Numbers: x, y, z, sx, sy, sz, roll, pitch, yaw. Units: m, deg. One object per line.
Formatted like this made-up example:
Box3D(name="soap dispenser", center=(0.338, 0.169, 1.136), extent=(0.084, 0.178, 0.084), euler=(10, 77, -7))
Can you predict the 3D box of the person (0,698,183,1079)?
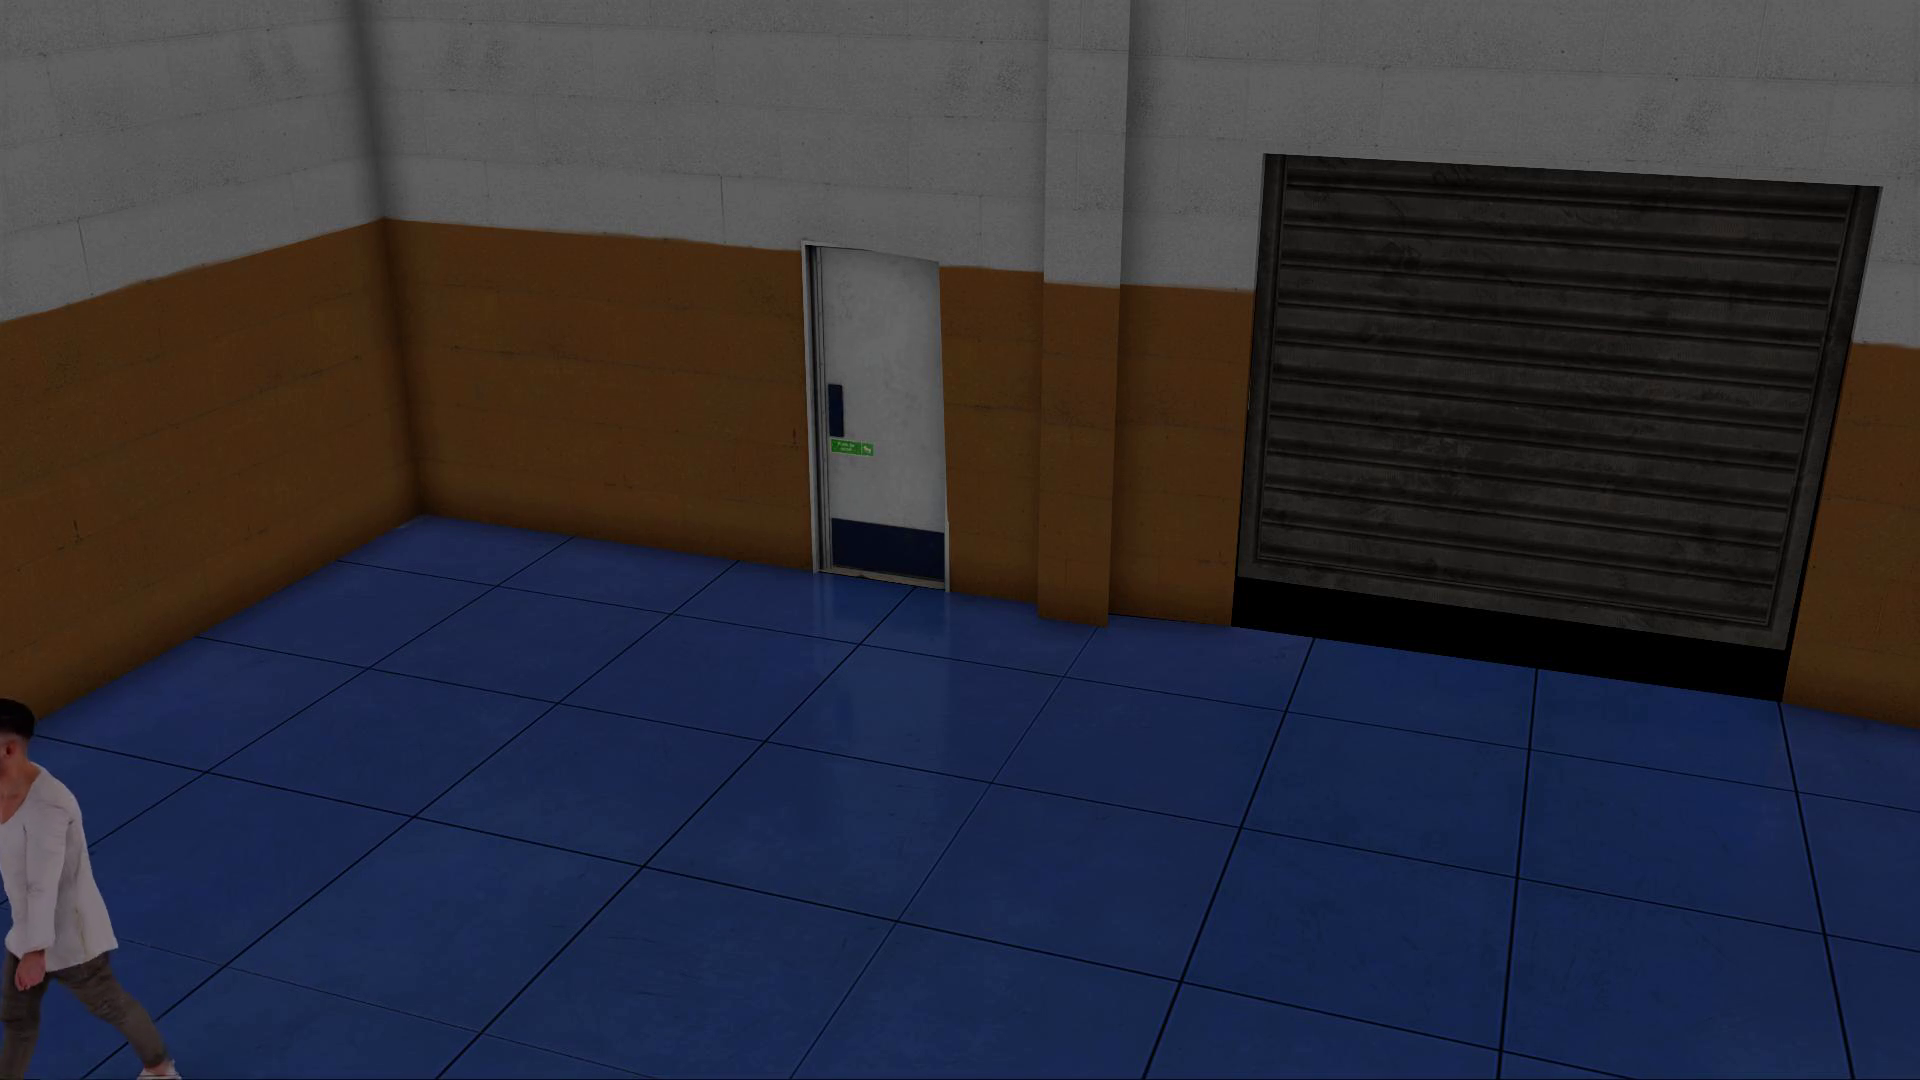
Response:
Box3D(name="person", center=(-3.254, 1.389, 6.146), extent=(1.103, 1.802, 0.953), euler=(17, 27, 35))
